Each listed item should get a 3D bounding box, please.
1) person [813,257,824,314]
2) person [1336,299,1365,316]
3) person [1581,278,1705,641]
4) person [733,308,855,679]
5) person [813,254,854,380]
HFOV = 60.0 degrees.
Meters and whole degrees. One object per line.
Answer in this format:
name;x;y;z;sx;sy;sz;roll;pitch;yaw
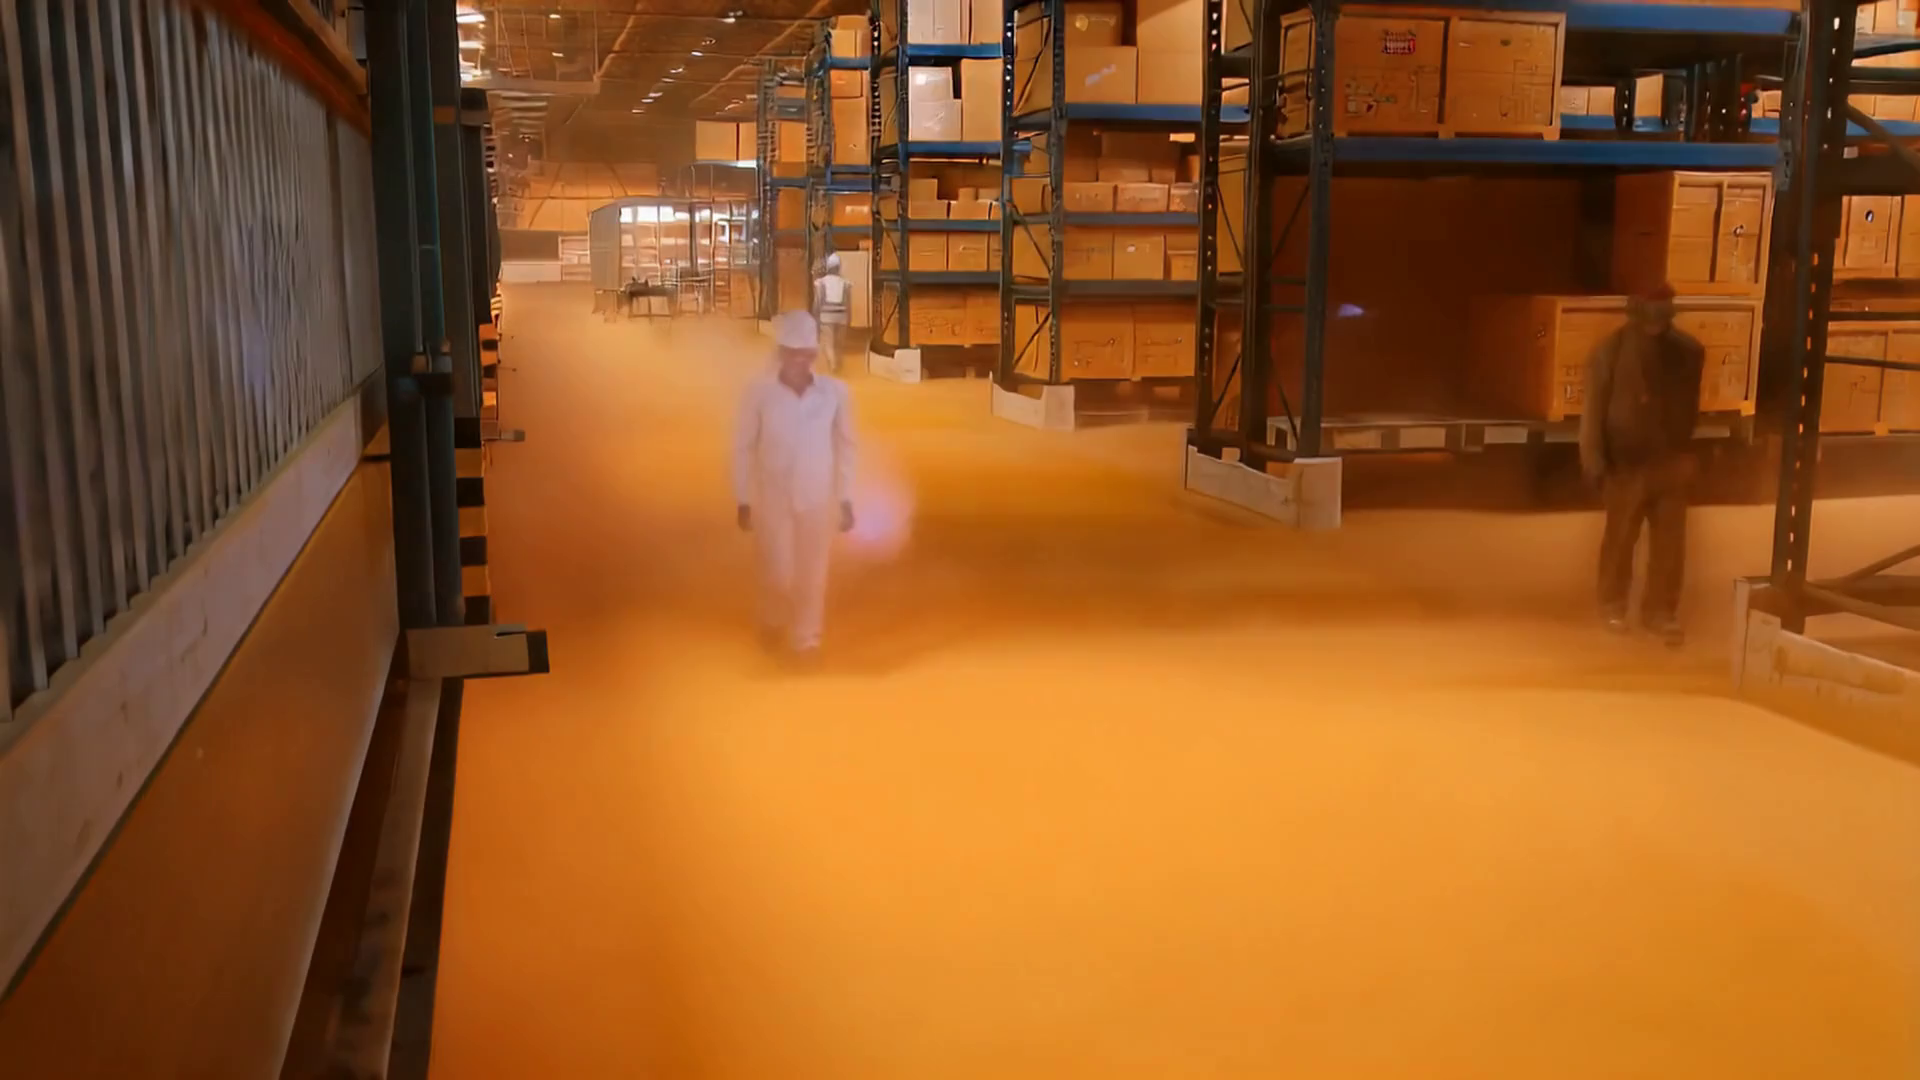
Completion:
person;-2.949;-5.146;35.605;0.980;1.785;0.657;5;11;28
person;3.995;-1.862;17.153;0.424;1.727;0.513;-2;10;-13
person;3.501;-0.408;8.570;0.664;1.864;0.777;0;10;-1
person;-0.785;-0.227;7.876;0.567;1.740;0.486;-3;10;-17
person;-1.880;-3.310;24.861;0.599;1.923;0.900;-2;10;-11
